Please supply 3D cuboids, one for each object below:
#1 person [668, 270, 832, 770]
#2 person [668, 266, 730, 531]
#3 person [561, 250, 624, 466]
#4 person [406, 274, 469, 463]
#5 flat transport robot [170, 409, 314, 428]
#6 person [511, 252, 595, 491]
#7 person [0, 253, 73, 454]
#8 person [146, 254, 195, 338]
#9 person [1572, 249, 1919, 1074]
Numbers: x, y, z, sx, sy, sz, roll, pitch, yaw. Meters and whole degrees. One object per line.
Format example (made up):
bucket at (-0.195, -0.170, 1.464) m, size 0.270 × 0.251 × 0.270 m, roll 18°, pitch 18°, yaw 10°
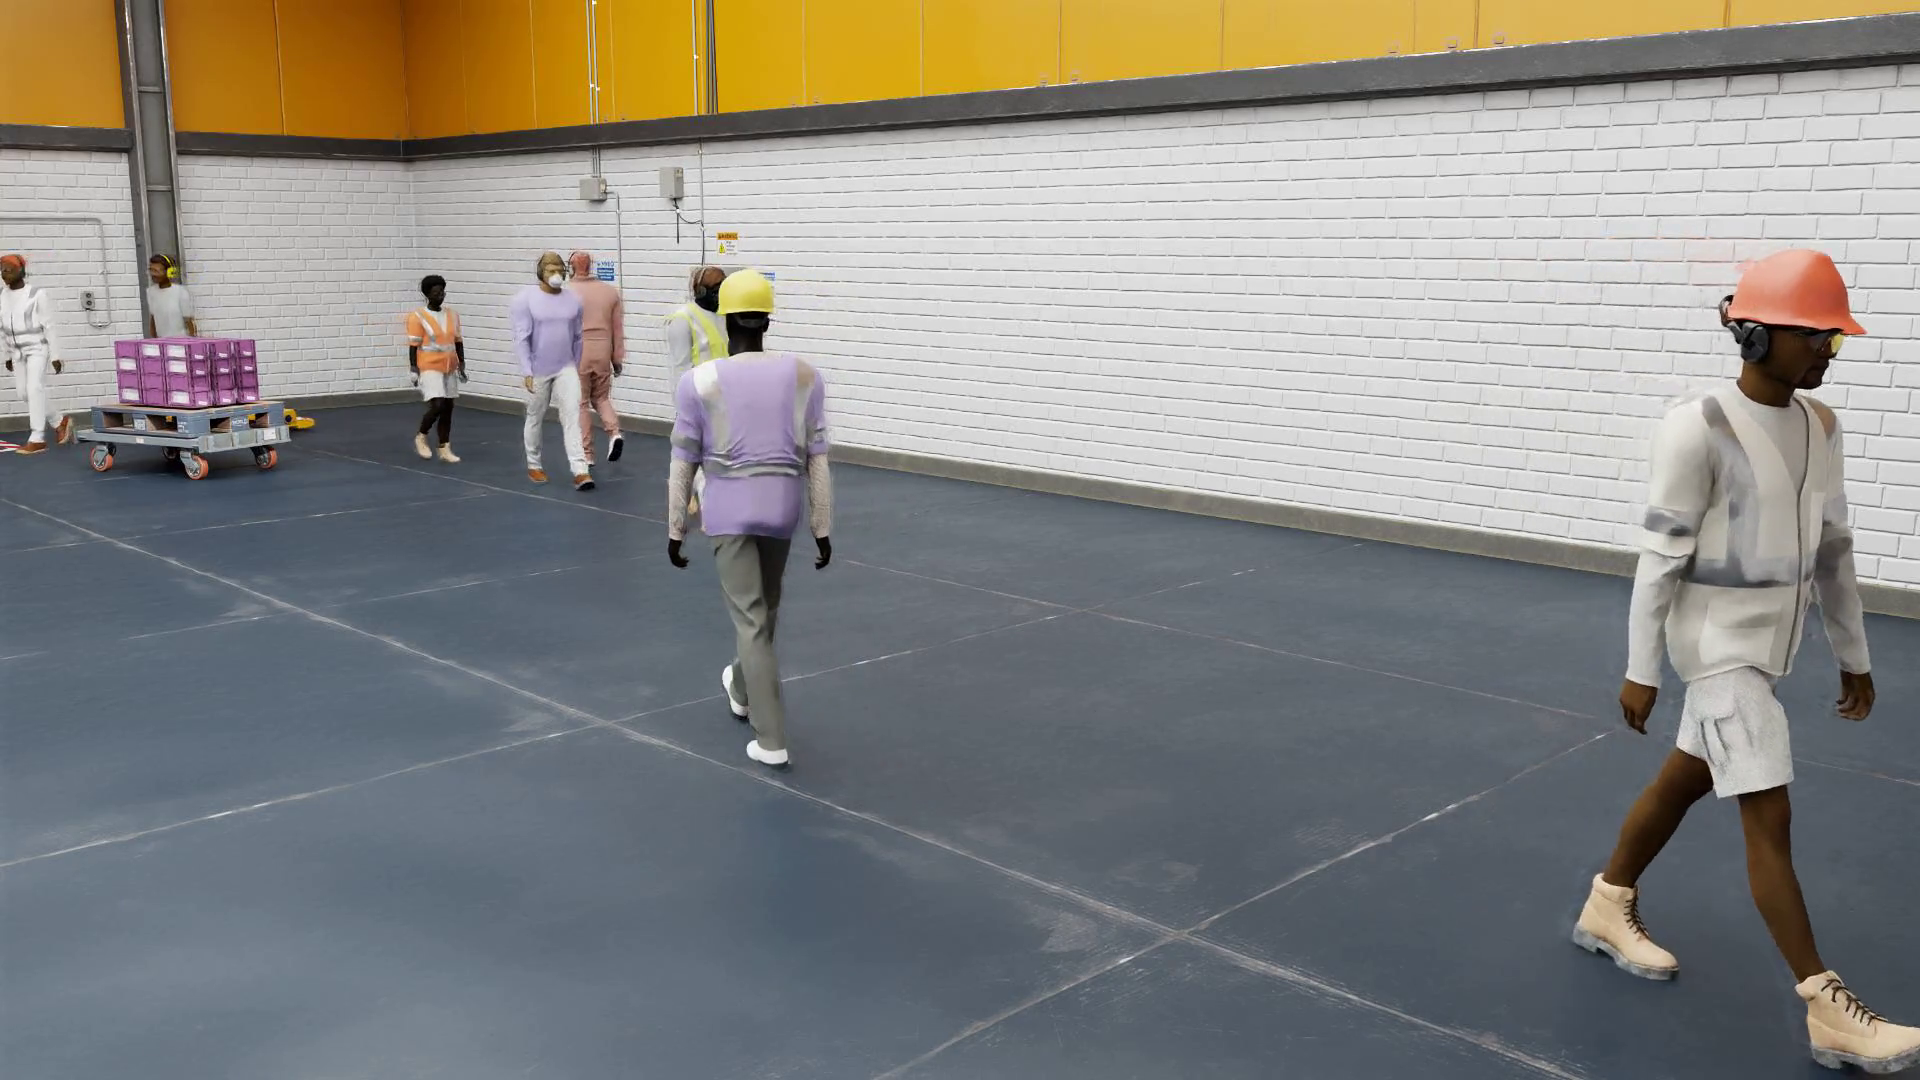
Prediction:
person at (-0.858, -0.105, 6.545) m, size 0.612 × 1.876 × 0.954 m, roll -5°, pitch 12°, yaw -27°
person at (-1.769, -0.965, 11.431) m, size 0.610 × 1.826 × 0.626 m, roll 7°, pitch 13°, yaw 34°
person at (-3.263, -1.582, 14.573) m, size 0.665 × 1.893 × 0.487 m, roll -8°, pitch 13°, yaw -39°
person at (-4.622, -1.503, 14.736) m, size 0.365 × 1.685 × 0.539 m, roll 6°, pitch 12°, yaw 31°
flat transport robot at (-7.395, -1.203, 16.933) m, size 0.652 × 0.197 × 1.431 m, roll 6°, pitch 12°, yaw 31°
person at (-3.257, -1.338, 13.288) m, size 0.631 × 1.888 × 1.040 m, roll -7°, pitch 13°, yaw -35°
person at (-8.682, -1.761, 15.649) m, size 0.596 × 1.864 × 0.714 m, roll 3°, pitch 11°, yaw 15°
person at (-7.628, -1.856, 16.209) m, size 0.547 × 1.846 × 0.503 m, roll 3°, pitch 11°, yaw 14°
person at (2.038, 0.272, 4.214) m, size 0.635 × 1.982 × 1.067 m, roll -6°, pitch 12°, yaw -32°
